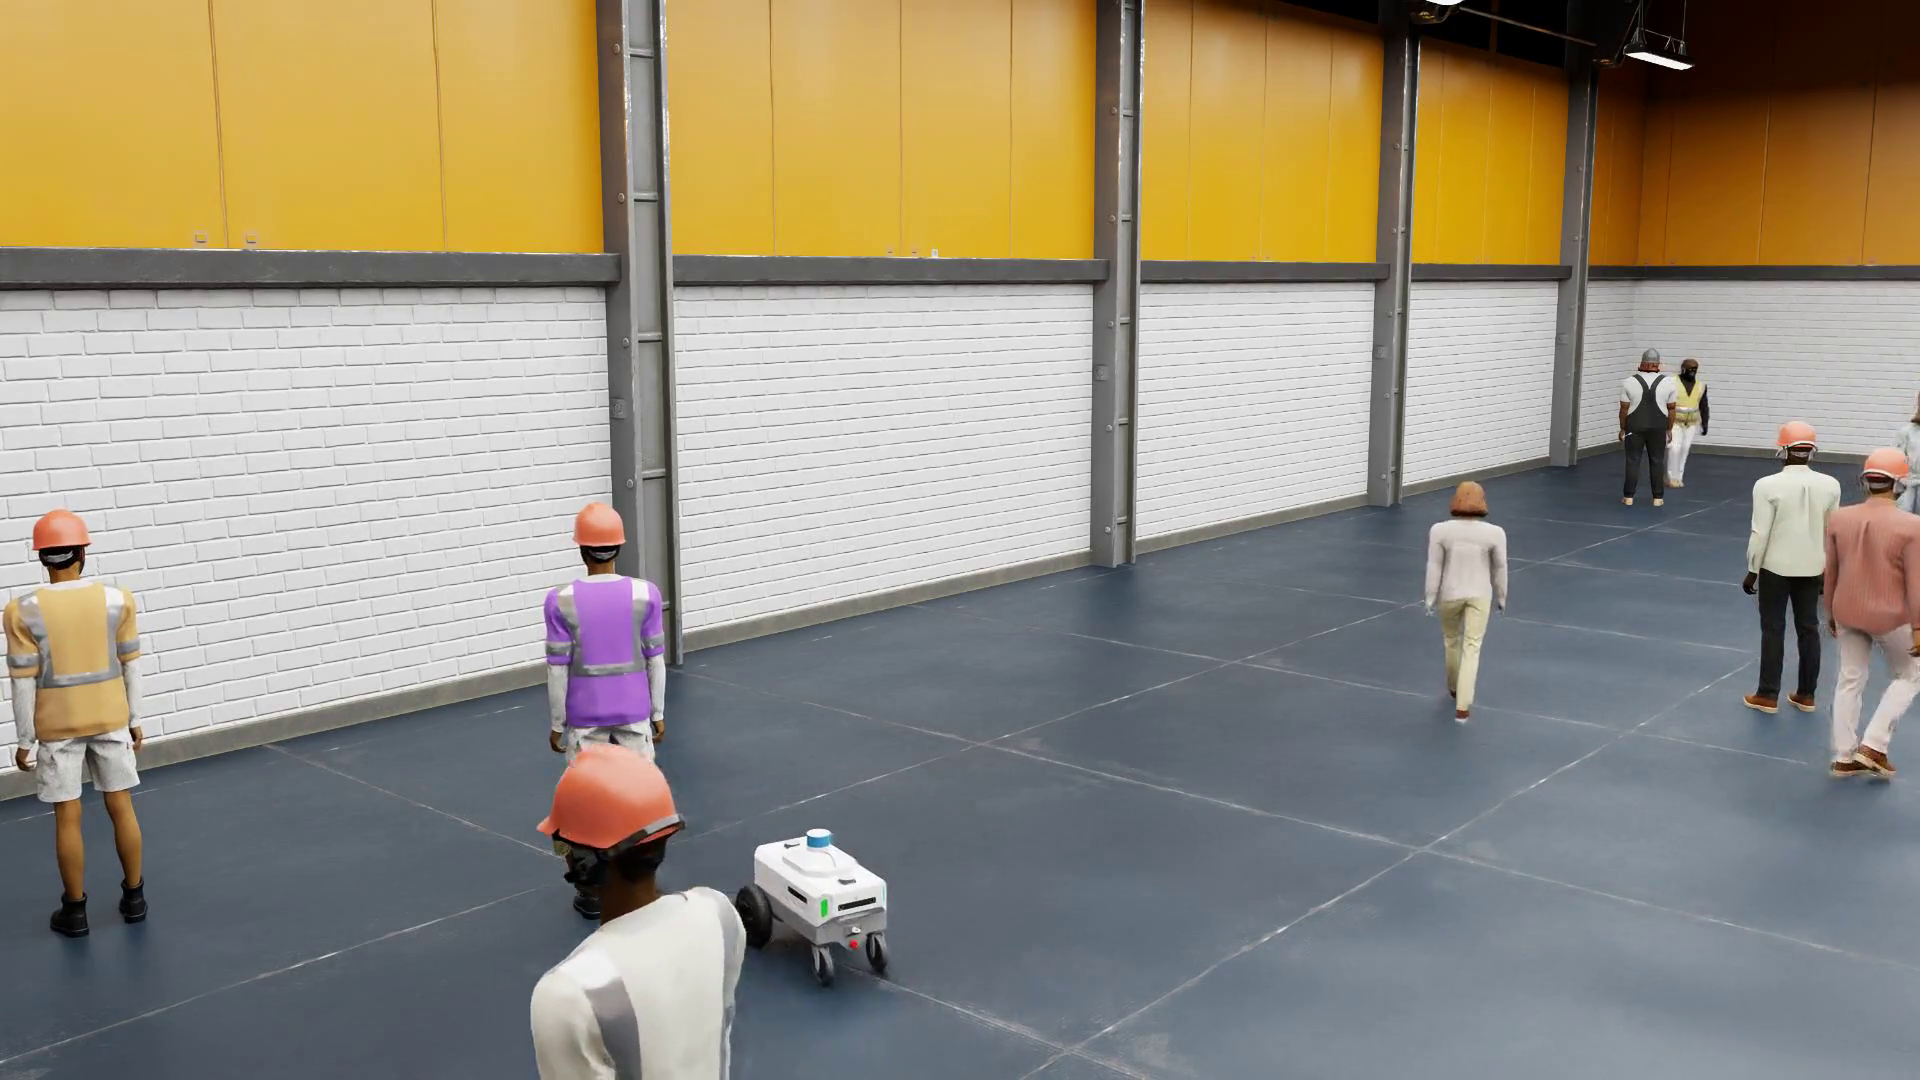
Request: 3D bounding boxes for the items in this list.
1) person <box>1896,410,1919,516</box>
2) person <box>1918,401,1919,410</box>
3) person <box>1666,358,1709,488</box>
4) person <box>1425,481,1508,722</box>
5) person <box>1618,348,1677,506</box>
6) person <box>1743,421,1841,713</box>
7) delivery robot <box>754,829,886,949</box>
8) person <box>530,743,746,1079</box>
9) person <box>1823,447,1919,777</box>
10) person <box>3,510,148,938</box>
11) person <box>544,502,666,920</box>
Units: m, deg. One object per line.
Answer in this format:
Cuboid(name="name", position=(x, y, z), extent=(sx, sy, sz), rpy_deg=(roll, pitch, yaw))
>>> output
Cuboid(name="person", position=(10.019, -0.641, 17.363), extent=(0.501, 1.719, 0.477), rpy_deg=(4, 10, 25))
Cuboid(name="person", position=(13.495, -1.532, 22.894), extent=(0.787, 1.733, 0.553), rpy_deg=(-7, 11, -36))
Cuboid(name="person", position=(10.104, -1.621, 23.219), extent=(0.665, 1.816, 0.626), rpy_deg=(0, 9, -1))
Cuboid(name="person", position=(3.440, 0.391, 11.298), extent=(0.521, 1.582, 0.843), rpy_deg=(3, 10, 21))
Cuboid(name="person", position=(8.896, -1.468, 21.576), extent=(0.688, 2.000, 0.536), rpy_deg=(3, 10, 18))
Cuboid(name="person", position=(5.645, 0.185, 11.337), extent=(0.616, 1.993, 0.395), rpy_deg=(-1, 9, -4))
Cuboid(name="delivery robot", position=(-0.614, 1.507, 7.255), extent=(0.477, 0.478, 0.707), rpy_deg=(-6, 11, -32))
Cuboid(name="person", position=(-0.644, 1.419, 3.589), extent=(1.027, 2.006, 0.616), rpy_deg=(6, 11, 34))
Cuboid(name="person", position=(5.378, 0.443, 9.765), extent=(0.449, 1.977, 0.650), rpy_deg=(-5, 10, -29))
Cuboid(name="person", position=(-3.987, 0.825, 7.523), extent=(0.543, 1.932, 0.376), rpy_deg=(-7, 12, -39))
Cuboid(name="person", position=(-1.640, 0.790, 7.723), extent=(0.553, 1.939, 0.369), rpy_deg=(-3, 9, -17))
